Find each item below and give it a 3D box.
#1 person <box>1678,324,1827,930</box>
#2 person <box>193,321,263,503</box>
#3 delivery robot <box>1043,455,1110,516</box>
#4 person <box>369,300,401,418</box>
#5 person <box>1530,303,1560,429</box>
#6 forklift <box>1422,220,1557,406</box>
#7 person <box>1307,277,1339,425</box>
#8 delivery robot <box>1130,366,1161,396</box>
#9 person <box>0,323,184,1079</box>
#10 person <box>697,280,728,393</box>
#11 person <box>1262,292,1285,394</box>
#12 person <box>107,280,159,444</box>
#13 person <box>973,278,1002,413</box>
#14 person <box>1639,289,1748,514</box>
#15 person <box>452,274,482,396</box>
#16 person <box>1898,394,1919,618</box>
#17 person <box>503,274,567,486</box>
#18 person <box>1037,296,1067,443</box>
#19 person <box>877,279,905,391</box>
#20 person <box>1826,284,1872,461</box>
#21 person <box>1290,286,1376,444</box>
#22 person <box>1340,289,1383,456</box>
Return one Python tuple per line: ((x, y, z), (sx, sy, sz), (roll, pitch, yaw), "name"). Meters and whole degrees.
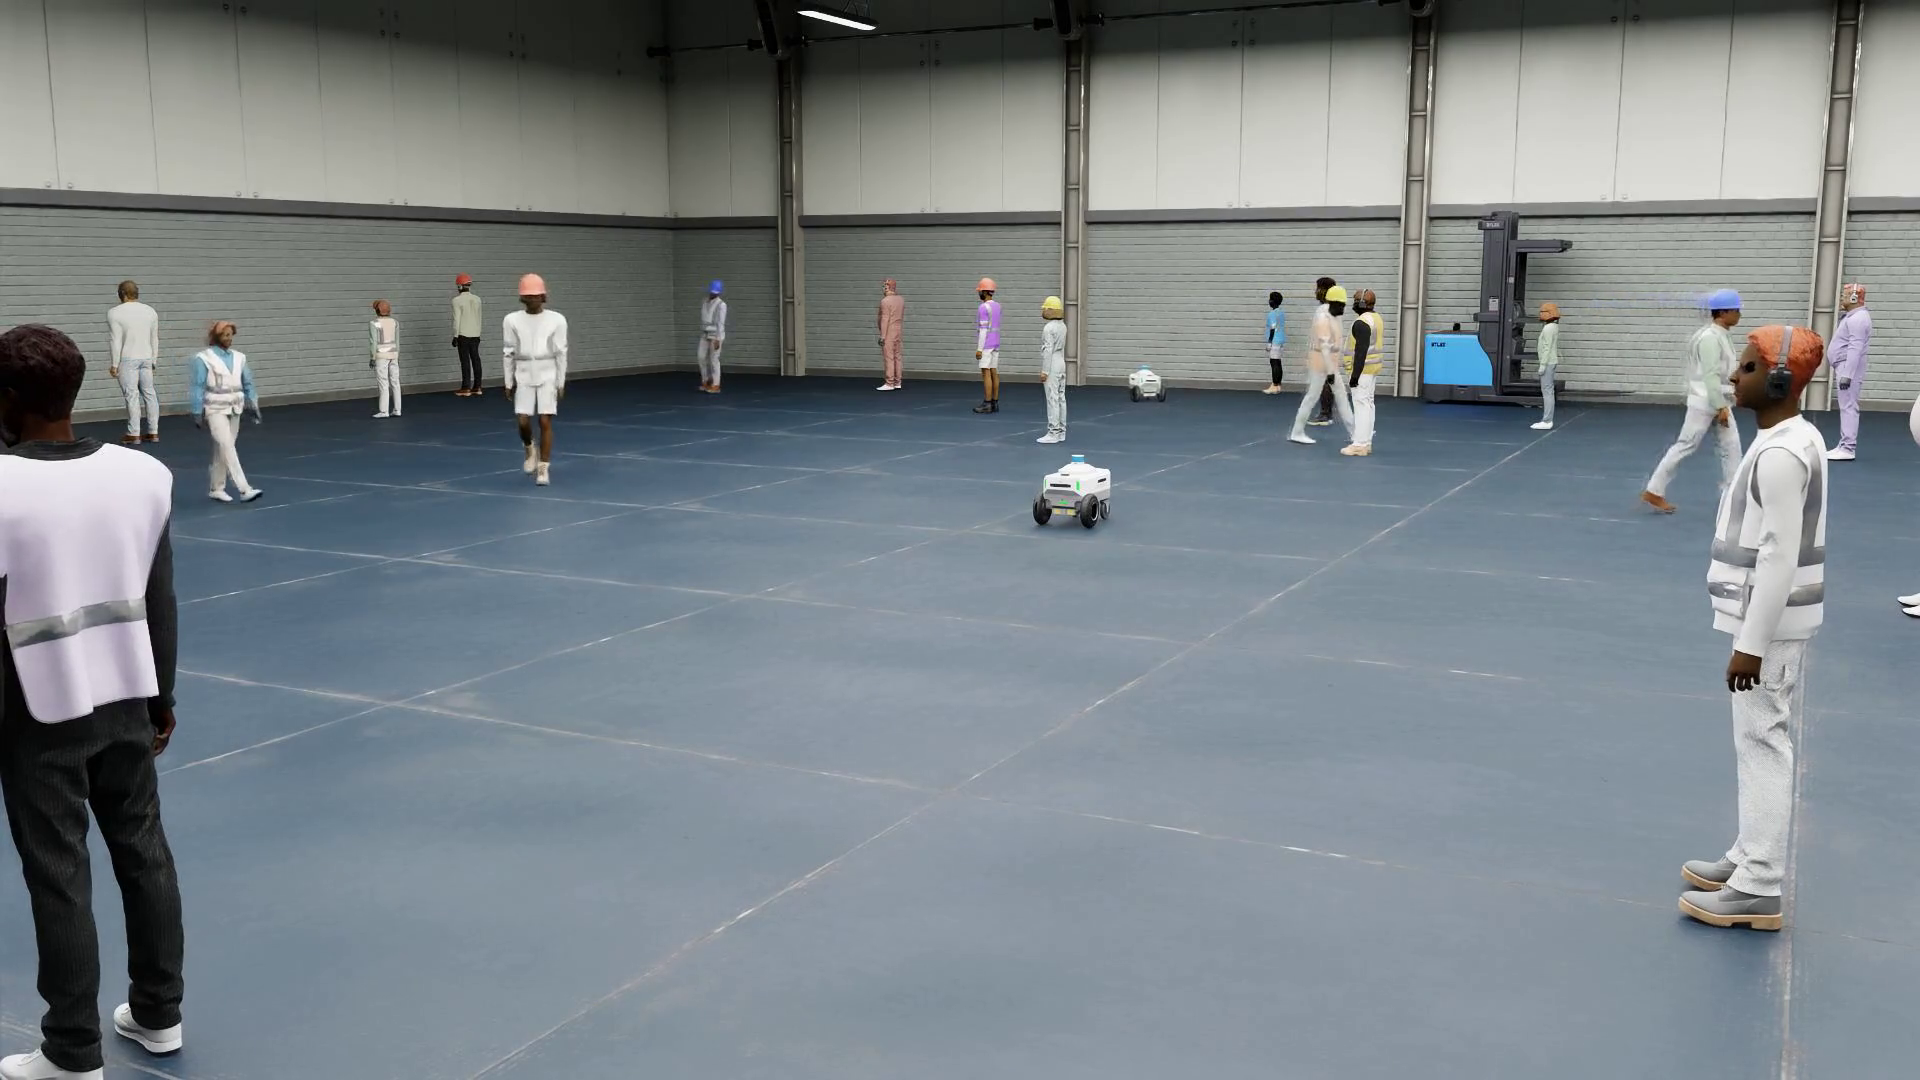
((2.521, 0.270, 5.249), (0.356, 1.880, 0.574), (5, 10, 26), "person")
((-6.377, -1.107, 14.582), (0.847, 1.594, 0.536), (4, 10, 25), "person")
((0.965, -0.457, 13.647), (0.477, 0.478, 0.707), (5, 10, 27), "delivery robot")
((-8.017, -2.521, 23.199), (0.308, 1.641, 0.514), (5, 10, 26), "person")
((7.626, -2.265, 21.641), (0.281, 1.633, 0.500), (5, 10, 26), "person")
((8.245, -3.527, 25.720), (1.873, 2.768, 1.129), (5, 10, 27), "forklift")
((4.854, -2.522, 22.200), (0.367, 1.966, 0.607), (5, 10, 26), "person")
((2.928, -2.510, 26.309), (0.477, 0.478, 0.707), (-1, 9, -9), "delivery robot")
((-2.225, 0.423, 4.179), (0.392, 1.922, 0.591), (5, 10, 26), "person")
((-4.149, -3.400, 27.855), (0.689, 1.883, 0.428), (7, 12, 38), "person")
((5.256, -3.293, 27.787), (0.318, 1.696, 0.535), (5, 10, 26), "person")
((-9.831, -2.118, 19.793), (0.372, 1.940, 0.630), (5, 10, 26), "person")
((0.390, -2.823, 24.132), (0.353, 1.942, 0.545), (5, 10, 26), "person")
((6.239, -1.140, 13.895), (1.004, 1.909, 0.596), (8, 12, 39), "person")
((-8.147, -3.389, 27.464), (0.381, 1.995, 0.611), (5, 10, 26), "person")
((5.860, -0.495, 9.883), (0.408, 1.908, 0.641), (5, 10, 26), "person")
((-4.084, -1.549, 16.052), (0.609, 2.023, 0.573), (-1, 9, -7), "person")
((1.105, -2.043, 19.930), (0.289, 1.746, 0.487), (5, 10, 26), "person")
((-1.208, -3.514, 28.505), (0.408, 1.908, 0.641), (5, 10, 26), "person")
((9.639, -1.823, 18.076), (0.408, 1.908, 0.641), (5, 10, 26), "person")
((4.385, -2.048, 19.576), (1.013, 1.862, 0.599), (5, 11, 29), "person")
((4.487, -1.875, 18.597), (0.429, 1.844, 0.626), (5, 10, 26), "person")
